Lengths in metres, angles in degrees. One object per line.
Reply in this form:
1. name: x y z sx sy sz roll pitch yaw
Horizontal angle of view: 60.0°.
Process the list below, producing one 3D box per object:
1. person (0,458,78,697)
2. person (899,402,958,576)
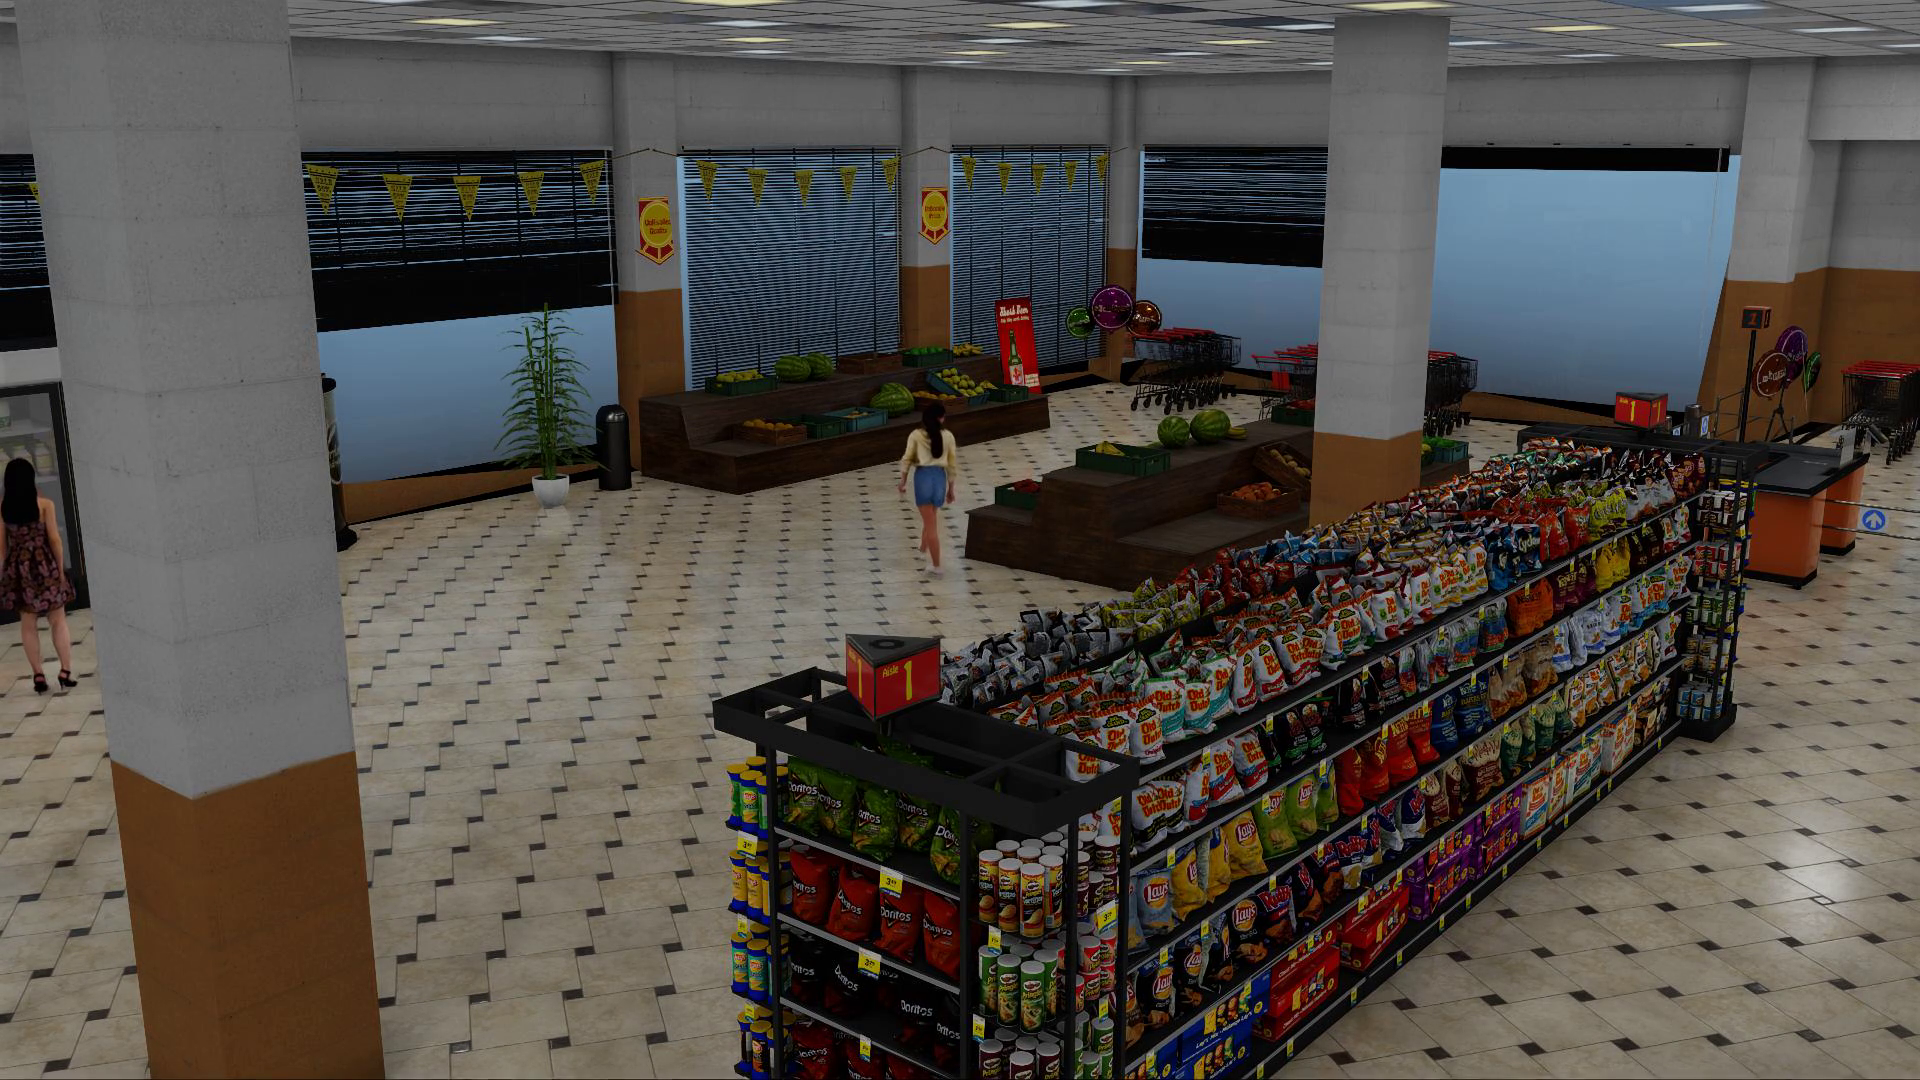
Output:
1. person: -6.818 0.278 12.216 0.781 1.772 0.857 -4 14 -17
2. person: -0.260 -0.448 15.616 1.123 1.581 1.055 -5 15 -20
